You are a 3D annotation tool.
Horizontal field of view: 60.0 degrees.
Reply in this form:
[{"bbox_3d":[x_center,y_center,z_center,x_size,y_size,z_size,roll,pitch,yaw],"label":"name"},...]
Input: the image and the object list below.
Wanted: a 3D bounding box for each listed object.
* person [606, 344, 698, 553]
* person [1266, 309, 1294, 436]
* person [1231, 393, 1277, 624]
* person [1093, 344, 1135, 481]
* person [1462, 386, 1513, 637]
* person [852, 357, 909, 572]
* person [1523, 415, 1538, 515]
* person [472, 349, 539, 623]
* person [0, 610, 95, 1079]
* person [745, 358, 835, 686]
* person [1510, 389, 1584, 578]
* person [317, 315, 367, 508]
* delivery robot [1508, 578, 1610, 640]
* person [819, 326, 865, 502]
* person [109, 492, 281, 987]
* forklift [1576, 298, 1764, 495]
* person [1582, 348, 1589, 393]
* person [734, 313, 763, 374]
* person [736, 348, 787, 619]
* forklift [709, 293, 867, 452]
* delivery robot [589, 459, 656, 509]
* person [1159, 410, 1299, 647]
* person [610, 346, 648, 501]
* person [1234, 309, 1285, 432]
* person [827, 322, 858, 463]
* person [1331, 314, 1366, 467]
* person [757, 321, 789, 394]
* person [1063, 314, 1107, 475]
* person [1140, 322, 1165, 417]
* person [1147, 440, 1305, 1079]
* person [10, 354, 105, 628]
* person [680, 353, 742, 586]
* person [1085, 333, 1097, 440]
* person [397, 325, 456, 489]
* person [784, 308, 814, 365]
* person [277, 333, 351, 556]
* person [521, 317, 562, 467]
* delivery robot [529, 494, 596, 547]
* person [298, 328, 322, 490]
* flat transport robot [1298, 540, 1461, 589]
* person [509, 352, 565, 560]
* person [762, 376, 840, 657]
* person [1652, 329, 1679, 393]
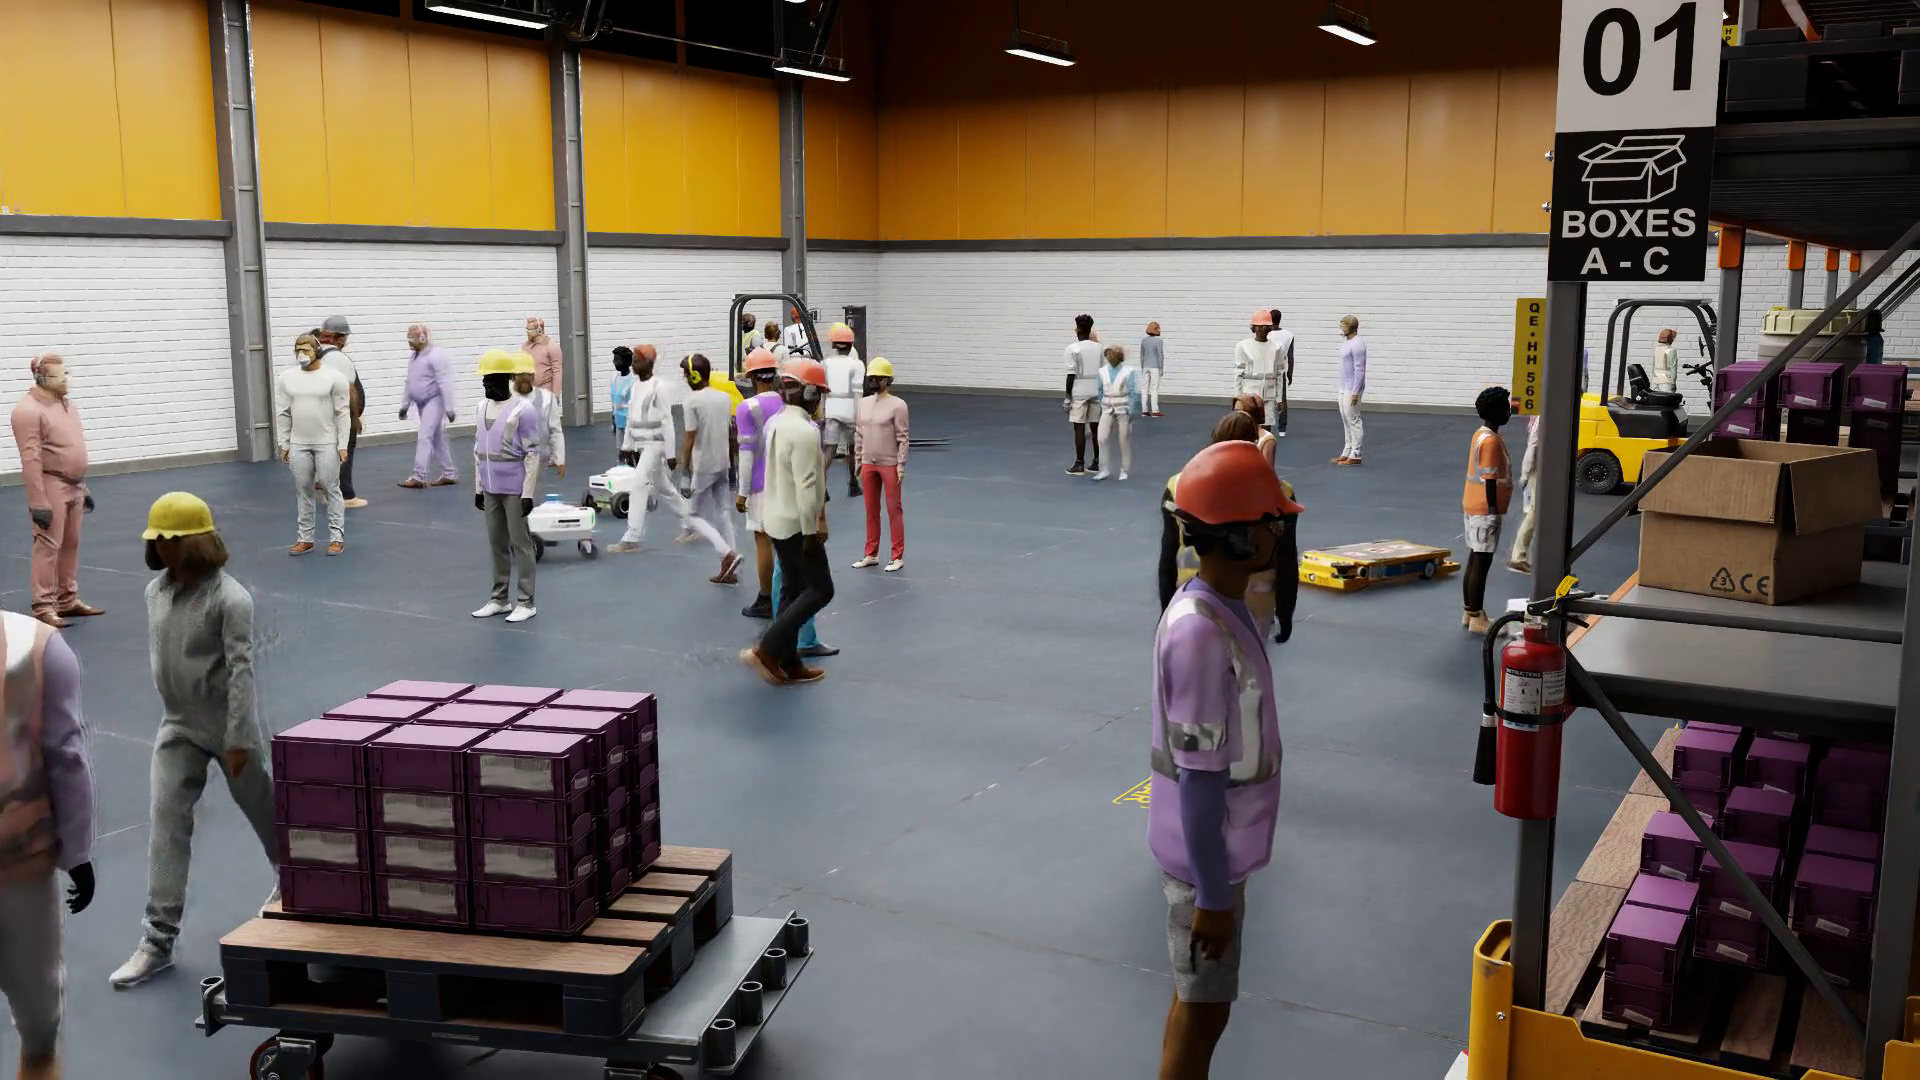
[{"bbox_3d":[-2.704,-0.830,14.828,0.964,1.846,0.568,-6,11,-33],"label":"person"},{"bbox_3d":[4.740,-2.514,25.097,0.596,1.917,0.372,-1,9,-4],"label":"person"},{"bbox_3d":[2.031,-0.216,11.662,0.317,1.630,0.510,-5,10,-28],"label":"person"},{"bbox_3d":[1.819,-1.489,19.639,0.532,1.613,0.672,5,10,29],"label":"person"},{"bbox_3d":[3.591,-0.197,11.322,0.317,1.696,0.538,2,9,10],"label":"person"},{"bbox_3d":[-0.660,-0.625,13.768,0.530,1.772,0.303,6,11,33],"label":"person"},{"bbox_3d":[5.966,-1.119,16.887,0.526,1.760,0.337,-7,12,-39],"label":"person"},{"bbox_3d":[-3.225,-0.383,11.765,0.585,1.927,0.366,6,11,32],"label":"person"},{"bbox_3d":[-2.678,0.841,4.494,0.623,1.812,0.852,-5,10,-27],"label":"person"},{"bbox_3d":[-0.980,-0.087,9.817,0.521,1.959,0.659,-4,10,-26],"label":"person"},{"bbox_3d":[4.803,-0.486,13.430,0.733,1.585,0.551,9,13,44],"label":"person"},{"bbox_3d":[-6.526,-1.358,17.496,0.706,2.000,0.534,8,12,43],"label":"person"},{"bbox_3d":[3.791,0.478,10.372,0.707,0.478,0.477,-2,9,-13],"label":"delivery robot"},{"bbox_3d":[-1.312,-1.366,18.021,0.551,1.903,0.923,3,9,16],"label":"person"},{"bbox_3d":[-2.711,0.654,6.024,0.497,1.692,0.916,3,10,17],"label":"person"},{"bbox_3d":[7.954,-1.589,18.462,2.313,2.155,1.214,5,11,30],"label":"forklift"},{"bbox_3d":[7.395,-1.744,20.225,0.357,1.938,0.543,-7,12,-38],"label":"person"},{"bbox_3d":[-3.290,-2.596,25.842,0.429,1.847,0.625,-5,11,-30],"label":"person"},{"bbox_3d":[-1.383,-0.401,11.881,0.546,1.927,0.385,-8,12,-42],"label":"person"},{"bbox_3d":[-2.458,-2.344,23.176,2.313,2.155,1.214,0,9,-2],"label":"forklift"},{"bbox_3d":[-3.428,-0.577,16.929,0.477,0.478,0.707,6,10,33],"label":"delivery robot"},{"bbox_3d":[1.255,0.307,7.772,0.647,1.824,0.444,2,9,14],"label":"person"},{"bbox_3d":[-3.550,-1.231,17.815,0.323,1.691,0.536,-9,12,-43],"label":"person"},{"bbox_3d":[3.516,-1.682,19.510,0.608,2.044,0.370,-2,9,-10],"label":"person"},{"bbox_3d":[-1.543,-1.916,21.637,0.404,1.827,0.600,-5,11,-30],"label":"person"},{"bbox_3d":[4.982,-1.901,21.209,0.352,1.936,0.635,0,9,-2],"label":"person"},{"bbox_3d":[-2.402,-1.899,21.483,0.507,1.847,0.345,4,10,22],"label":"person"},{"bbox_3d":[1.520,-1.769,20.293,0.607,1.966,0.373,-5,11,-30],"label":"person"},{"bbox_3d":[3.305,-2.932,28.583,0.286,1.633,0.501,-7,12,-38],"label":"person"},{"bbox_3d":[0.659,0.771,4.193,0.363,2.047,0.613,2,9,11],"label":"person"},{"bbox_3d":[-6.312,-0.350,11.673,0.396,1.893,0.693,0,9,-1],"label":"person"},{"bbox_3d":[-1.933,-0.523,12.928,0.479,1.830,0.649,7,11,36],"label":"person"},{"bbox_3d":[1.926,-2.286,24.706,0.523,1.584,0.875,4,10,26],"label":"person"},{"bbox_3d":[-6.155,-1.509,18.968,0.903,1.866,0.669,-9,13,-44],"label":"person"},{"bbox_3d":[-2.750,-3.017,28.348,0.573,1.883,0.356,-6,11,-35],"label":"person"},{"bbox_3d":[-5.623,-0.826,14.493,0.630,1.940,0.372,0,9,1],"label":"person"},{"bbox_3d":[-5.371,-1.881,21.198,0.639,1.904,0.402,5,10,29],"label":"person"},{"bbox_3d":[-3.497,-0.152,14.300,0.707,0.478,0.477,-3,10,-17],"label":"delivery robot"},{"bbox_3d":[-7.289,-1.497,18.994,0.572,1.837,0.679,5,10,29],"label":"person"},{"bbox_3d":[3.318,0.184,13.376,1.431,0.197,0.652,-7,11,-36],"label":"flat transport robot"},{"bbox_3d":[-3.630,-0.676,14.009,0.625,1.785,0.902,-5,10,-26],"label":"person"},{"bbox_3d":[-1.052,-0.170,10.675,0.384,1.849,0.569,-8,12,-39],"label":"person"},{"bbox_3d":[10.457,-2.311,24.708,0.308,1.637,0.511,-2,9,-14],"label":"person"}]
